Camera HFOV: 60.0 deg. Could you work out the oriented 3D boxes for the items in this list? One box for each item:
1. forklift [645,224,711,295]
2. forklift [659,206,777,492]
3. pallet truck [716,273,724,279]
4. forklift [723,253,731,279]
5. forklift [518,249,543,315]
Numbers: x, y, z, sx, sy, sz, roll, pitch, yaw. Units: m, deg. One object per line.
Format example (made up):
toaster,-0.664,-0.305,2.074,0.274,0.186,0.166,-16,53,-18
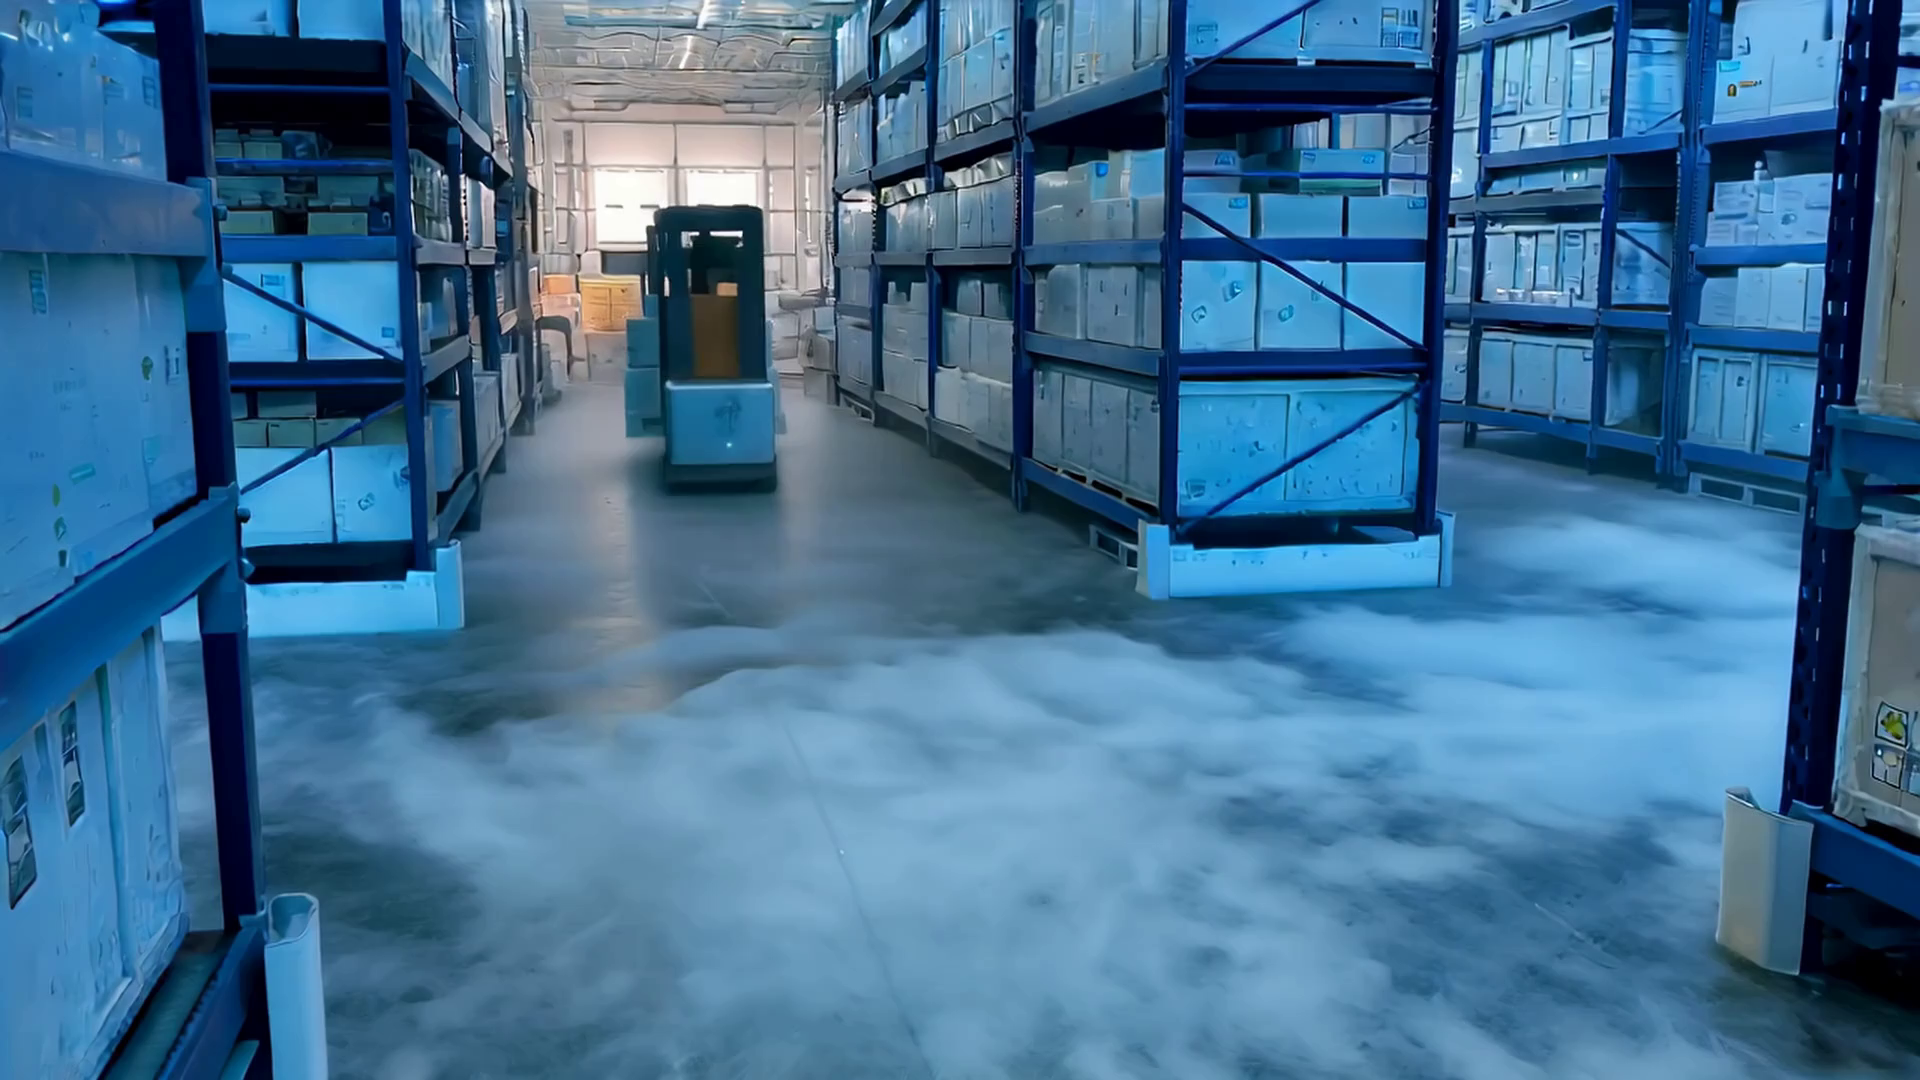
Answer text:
forklift,-4.049,-3.160,24.086,1.129,2.768,1.873,-2,10,-12
forklift,-2.486,-1.971,16.835,1.129,2.768,1.873,-2,10,-12
pallet truck,-8.580,-8.986,62.280,1.885,1.965,0.823,1,9,5
forklift,-6.403,-6.321,43.352,1.129,2.768,1.873,-2,10,-12
forklift,-14.410,-8.377,55.886,1.873,2.768,1.129,3,10,19
